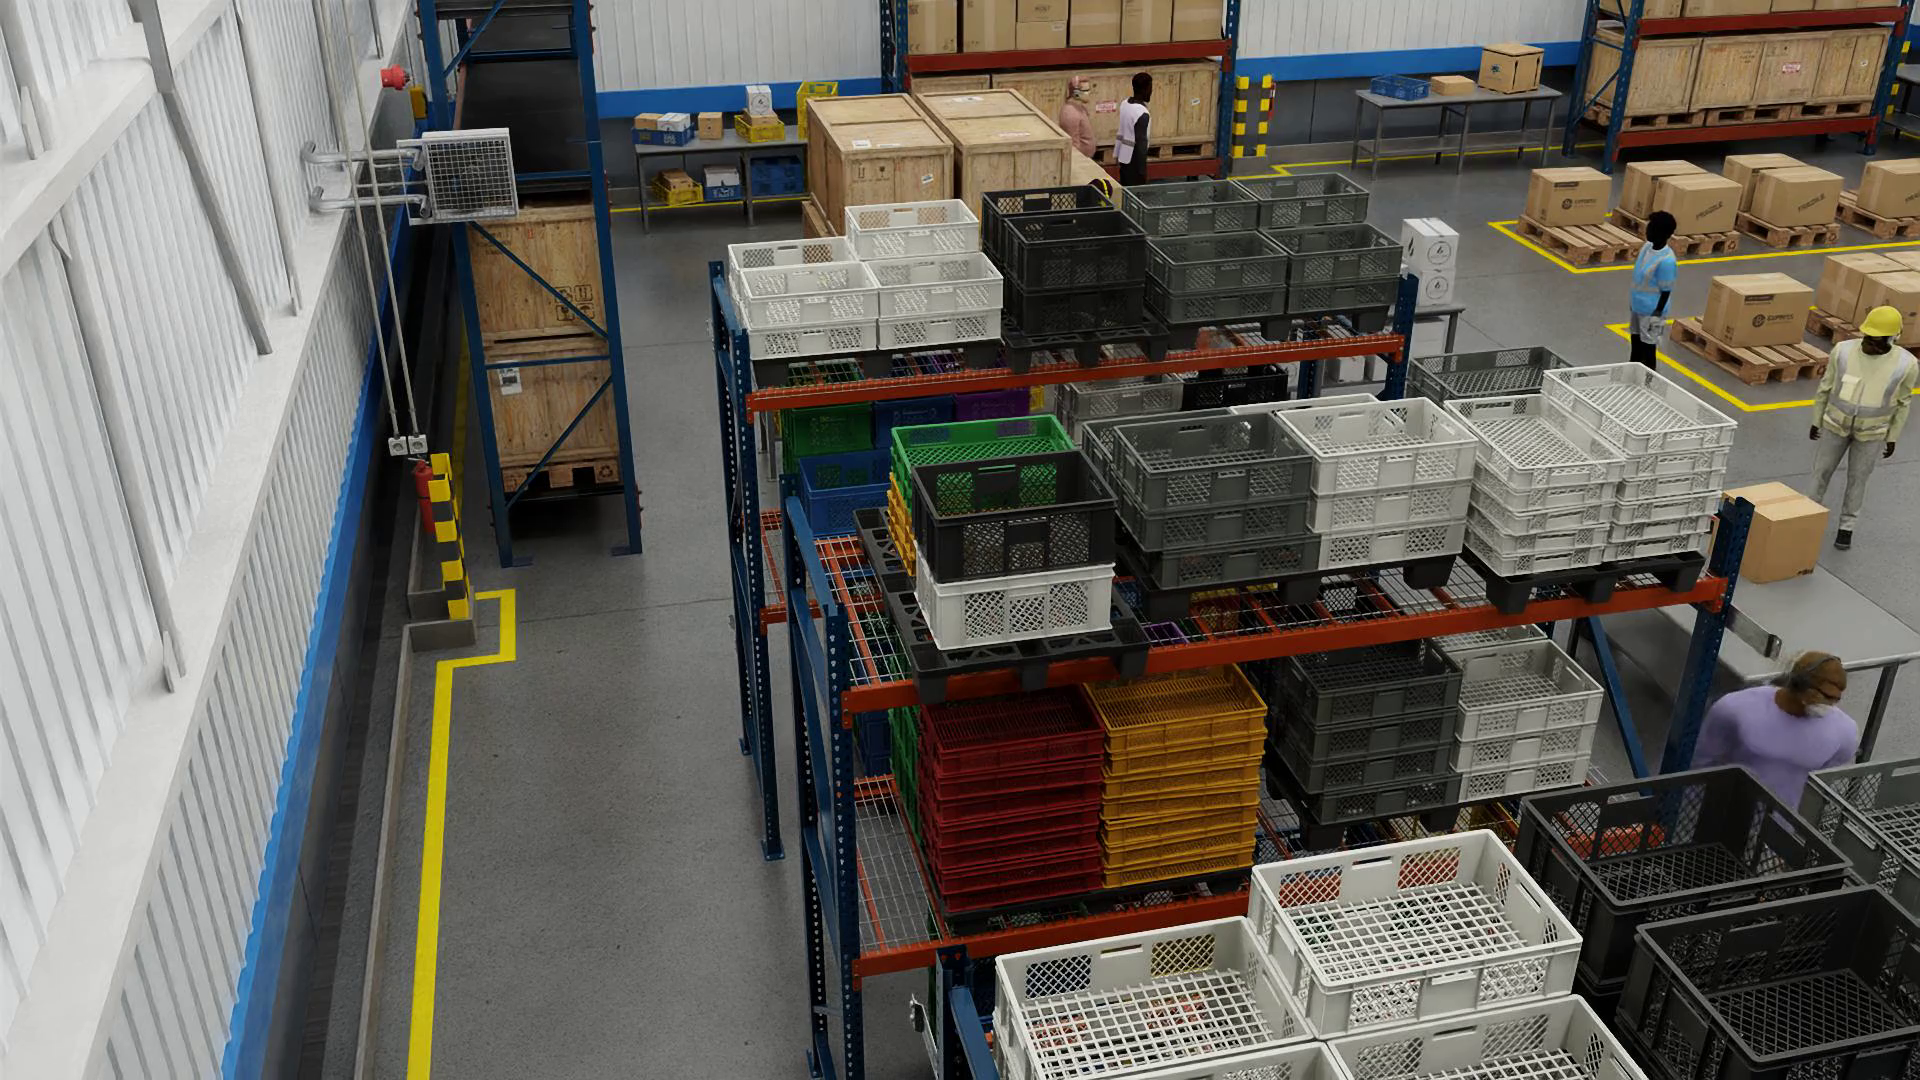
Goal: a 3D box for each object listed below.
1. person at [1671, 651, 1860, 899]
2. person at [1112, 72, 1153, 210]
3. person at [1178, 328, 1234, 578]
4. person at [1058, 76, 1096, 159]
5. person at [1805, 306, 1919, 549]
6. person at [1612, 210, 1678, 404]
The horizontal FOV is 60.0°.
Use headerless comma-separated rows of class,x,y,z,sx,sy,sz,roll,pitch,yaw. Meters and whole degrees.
person,3.659,1.308,7.813,0.796,1.908,0.339,10,30,19
person,1.872,-4.111,18.077,0.389,1.911,0.591,-8,29,-14
person,1.589,-0.531,11.344,0.386,1.856,0.678,-21,34,-34
person,1.252,-4.034,17.928,0.407,1.910,0.639,1,28,1
person,6.408,-0.814,11.902,0.592,1.828,0.404,19,33,31
person,5.900,-1.990,14.273,0.321,1.696,0.537,-1,28,-2
